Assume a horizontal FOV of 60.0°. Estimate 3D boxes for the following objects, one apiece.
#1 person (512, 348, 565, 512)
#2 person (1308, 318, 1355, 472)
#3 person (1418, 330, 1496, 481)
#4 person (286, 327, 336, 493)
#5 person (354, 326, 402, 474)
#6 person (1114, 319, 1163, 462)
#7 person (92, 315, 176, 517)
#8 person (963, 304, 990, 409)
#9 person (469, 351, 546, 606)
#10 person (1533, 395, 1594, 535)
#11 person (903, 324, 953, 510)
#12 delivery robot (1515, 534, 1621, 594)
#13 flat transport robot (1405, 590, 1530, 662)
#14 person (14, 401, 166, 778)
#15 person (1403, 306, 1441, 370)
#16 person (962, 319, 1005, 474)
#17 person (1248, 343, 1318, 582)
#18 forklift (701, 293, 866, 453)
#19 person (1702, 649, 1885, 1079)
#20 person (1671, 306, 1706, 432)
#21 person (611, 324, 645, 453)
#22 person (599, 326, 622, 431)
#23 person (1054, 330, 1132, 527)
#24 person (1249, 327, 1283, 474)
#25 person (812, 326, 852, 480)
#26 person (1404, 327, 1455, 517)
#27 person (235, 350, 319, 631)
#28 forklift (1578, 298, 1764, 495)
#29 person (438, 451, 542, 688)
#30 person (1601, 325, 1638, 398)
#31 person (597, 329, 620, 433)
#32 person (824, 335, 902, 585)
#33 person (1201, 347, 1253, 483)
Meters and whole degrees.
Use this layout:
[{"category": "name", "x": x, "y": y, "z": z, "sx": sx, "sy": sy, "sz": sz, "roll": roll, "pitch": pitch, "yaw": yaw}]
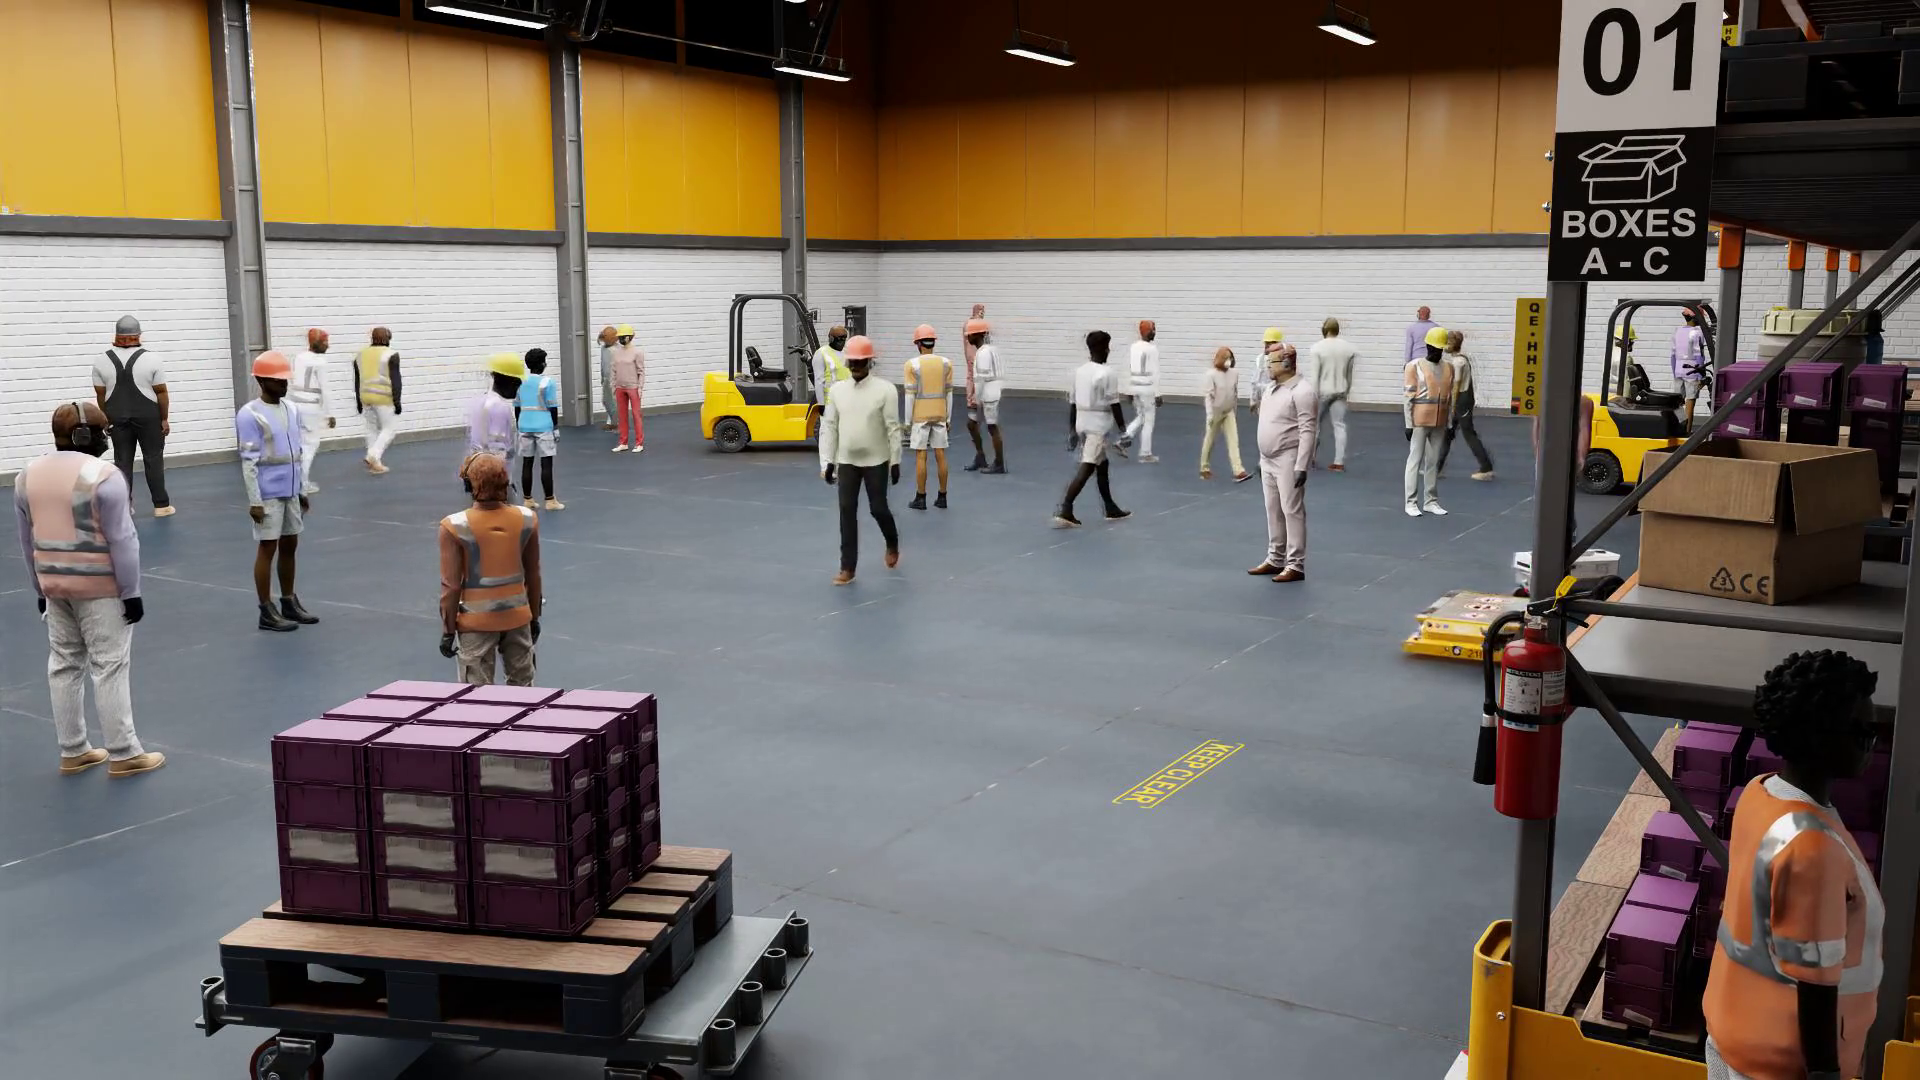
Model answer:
[{"category": "person", "x": -4.362, "y": -1.131, "z": 17.163, "sx": 0.532, "sy": 1.692, "sz": 0.322, "roll": 4, "pitch": 10, "yaw": 21}, {"category": "person", "x": 4.579, "y": -1.824, "z": 20.841, "sx": 0.661, "sy": 1.898, "sz": 0.934, "roll": -3, "pitch": 10, "yaw": -17}, {"category": "person", "x": 5.949, "y": -1.584, "z": 19.709, "sx": 0.904, "sy": 1.802, "sz": 0.511, "roll": 2, "pitch": 9, "yaw": 10}, {"category": "person", "x": -7.278, "y": -1.440, "z": 18.576, "sx": 0.596, "sy": 1.854, "sz": 0.517, "roll": 8, "pitch": 12, "yaw": 40}, {"category": "person", "x": -7.114, "y": -1.694, "z": 20.290, "sx": 0.660, "sy": 1.816, "sz": 0.536, "roll": 4, "pitch": 10, "yaw": 26}, {"category": "person", "x": 2.350, "y": -1.923, "z": 21.560, "sx": 0.506, "sy": 1.867, "sz": 0.581, "roll": -5, "pitch": 10, "yaw": -27}, {"category": "person", "x": -8.317, "y": -1.247, "z": 16.804, "sx": 0.683, "sy": 2.000, "sz": 0.537, "roll": -1, "pitch": 9, "yaw": -8}, {"category": "person", "x": 0.336, "y": -3.319, "z": 30.160, "sx": 0.403, "sy": 1.907, "sz": 0.637, "roll": -6, "pitch": 11, "yaw": -35}, {"category": "person", "x": -3.334, "y": -0.436, "z": 12.188, "sx": 0.641, "sy": 1.892, "sz": 0.621, "roll": -5, "pitch": 10, "yaw": -30}, {"category": "person", "x": 5.371, "y": -0.772, "z": 14.856, "sx": 0.522, "sy": 1.715, "sz": 0.930, "roll": 5, "pitch": 10, "yaw": 27}, {"category": "person", "x": -0.343, "y": -1.279, "z": 17.344, "sx": 0.543, "sy": 1.933, "sz": 0.369, "roll": -4, "pitch": 10, "yaw": -24}, {"category": "delivery robot", "x": 4.423, "y": 0.198, "z": 12.119, "sx": 0.707, "sy": 0.478, "sz": 0.477, "roll": -2, "pitch": 9, "yaw": -11}, {"category": "flat transport robot", "x": 3.461, "y": 0.555, "z": 11.063, "sx": 0.652, "sy": 0.197, "sz": 1.431, "roll": 5, "pitch": 10, "yaw": 28}, {"category": "person", "x": -4.248, "y": 0.247, "z": 8.117, "sx": 0.624, "sy": 1.841, "sz": 0.430, "roll": 3, "pitch": 10, "yaw": 18}, {"category": "person", "x": 7.885, "y": -3.036, "z": 28.388, "sx": 0.652, "sy": 1.906, "sz": 0.402, "roll": -1, "pitch": 9, "yaw": -5}, {"category": "person", "x": 0.267, "y": -1.745, "z": 20.344, "sx": 0.644, "sy": 1.903, "sz": 0.551, "roll": -1, "pitch": 9, "yaw": -6}, {"category": "person", "x": 2.568, "y": -0.619, "z": 13.307, "sx": 0.403, "sy": 1.904, "sz": 0.652, "roll": -3, "pitch": 10, "yaw": -20}, {"category": "forklift", "x": -2.458, "y": -2.344, "z": 23.176, "sx": 2.313, "sy": 2.155, "sz": 1.214, "roll": 0, "pitch": 9, "yaw": -2}, {"category": "person", "x": 1.731, "y": 1.060, "z": 3.476, "sx": 0.318, "sy": 1.697, "sz": 0.534, "roll": 2, "pitch": 9, "yaw": 13}, {"category": "person", "x": 10.427, "y": -2.366, "z": 23.780, "sx": 0.374, "sy": 2.044, "sz": 0.605, "roll": -3, "pitch": 10, "yaw": -17}, {"category": "person", "x": -4.574, "y": -2.083, "z": 22.877, "sx": 0.527, "sy": 1.768, "sz": 0.314, "roll": 4, "pitch": 10, "yaw": 24}, {"category": "person", "x": -5.458, "y": -2.531, "z": 26.075, "sx": 0.500, "sy": 1.636, "sz": 0.284, "roll": 8, "pitch": 12, "yaw": 39}, {"category": "person", "x": 1.289, "y": -1.085, "z": 16.219, "sx": 1.019, "sy": 1.921, "sz": 0.611, "roll": -5, "pitch": 10, "yaw": -28}, {"category": "person", "x": 3.870, "y": -1.744, "z": 20.666, "sx": 0.829, "sy": 1.801, "sz": 0.608, "roll": -8, "pitch": 12, "yaw": -42}, {"category": "person", "x": -1.474, "y": -1.649, "z": 19.956, "sx": 0.429, "sy": 1.837, "sz": 0.621, "roll": 8, "pitch": 12, "yaw": 41}, {"category": "person", "x": 4.774, "y": -1.198, "z": 16.881, "sx": 0.586, "sy": 1.917, "sz": 0.380, "roll": -4, "pitch": 10, "yaw": -22}, {"category": "person", "x": -4.696, "y": -0.337, "z": 11.469, "sx": 0.383, "sy": 1.932, "sz": 0.541, "roll": 3, "pitch": 9, "yaw": 16}, {"category": "forklift", "x": 7.954, "y": -1.589, "z": 18.462, "sx": 2.313, "sy": 2.155, "sz": 1.214, "roll": 5, "pitch": 11, "yaw": 30}, {"category": "person", "x": -2.173, "y": 0.406, "z": 7.734, "sx": 0.522, "sy": 1.639, "sz": 0.306, "roll": -9, "pitch": 13, "yaw": -44}, {"category": "person", "x": 8.265, "y": -1.786, "z": 20.865, "sx": 0.405, "sy": 1.824, "sz": 0.586, "roll": -1, "pitch": 9, "yaw": -4}, {"category": "person", "x": -5.348, "y": -2.435, "z": 25.544, "sx": 0.453, "sy": 1.604, "sz": 0.517, "roll": -6, "pitch": 11, "yaw": -34}, {"category": "person", "x": -0.766, "y": -0.652, "z": 13.299, "sx": 0.638, "sy": 1.981, "sz": 0.700, "roll": 3, "pitch": 10, "yaw": 19}, {"category": "person", "x": 3.100, "y": -1.464, "z": 19.554, "sx": 0.527, "sy": 1.581, "sz": 0.863, "roll": -5, "pitch": 10, "yaw": -27}]
